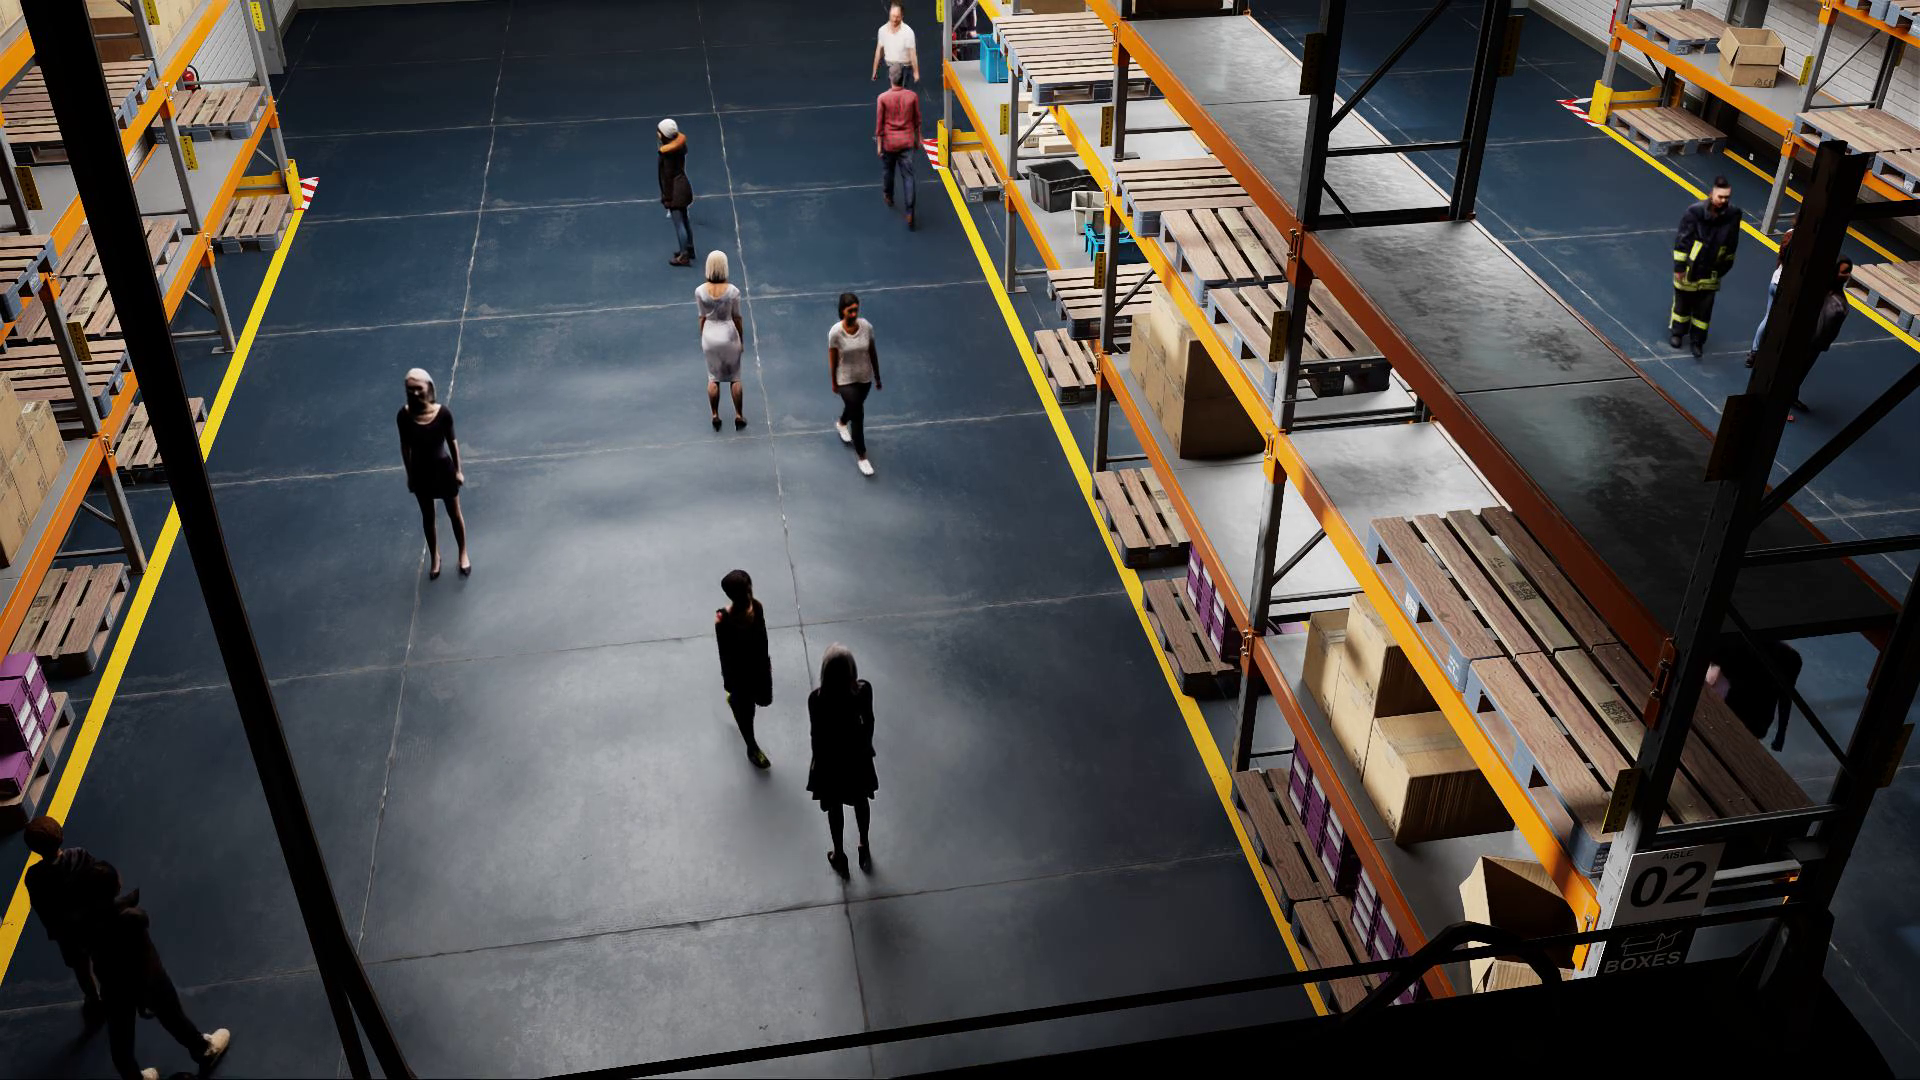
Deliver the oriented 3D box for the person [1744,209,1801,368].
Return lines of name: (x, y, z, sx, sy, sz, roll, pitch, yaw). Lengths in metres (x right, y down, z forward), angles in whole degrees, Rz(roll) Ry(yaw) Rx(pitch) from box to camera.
person: (7.995, -2.421, 16.105, 0.660, 1.719, 0.466, -3, 34, -4)

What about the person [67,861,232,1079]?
person: (-4.452, 2.312, 9.047, 0.888, 1.649, 0.703, -5, 34, -8)

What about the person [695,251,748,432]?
person: (-2.166, -1.806, 15.153, 0.593, 1.748, 0.555, 0, 34, 0)

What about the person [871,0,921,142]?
person: (-0.735, -6.058, 21.509, 1.250, 1.794, 1.288, 23, 40, 31)

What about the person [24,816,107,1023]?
person: (-5.026, 2.147, 9.478, 0.609, 1.446, 0.624, -23, 40, -30)

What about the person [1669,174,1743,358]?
person: (7.369, -2.805, 16.565, 0.916, 1.849, 0.945, 9, 35, 14)

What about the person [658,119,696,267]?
person: (-3.112, -3.836, 18.311, 0.737, 1.633, 0.612, 3, 34, 5)

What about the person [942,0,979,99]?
person: (0.023, -7.045, 22.979, 1.058, 1.810, 1.150, 18, 37, 24)

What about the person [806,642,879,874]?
person: (-0.734, 1.355, 10.398, 0.650, 1.746, 0.627, -13, 36, -18)

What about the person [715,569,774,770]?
person: (-1.501, 0.834, 11.373, 0.787, 1.536, 0.922, -26, 41, -33)

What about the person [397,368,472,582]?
person: (-4.157, -0.526, 13.154, 0.578, 1.829, 0.492, -6, 34, -10)

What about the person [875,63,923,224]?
person: (-0.692, -4.540, 19.239, 0.701, 1.778, 1.207, -5, 34, -8)

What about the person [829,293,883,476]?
person: (-0.972, -1.457, 14.758, 0.830, 1.604, 1.169, -17, 37, -24)

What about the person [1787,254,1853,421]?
person: (7.906, -1.921, 15.451, 0.762, 1.609, 0.805, -23, 40, -31)
